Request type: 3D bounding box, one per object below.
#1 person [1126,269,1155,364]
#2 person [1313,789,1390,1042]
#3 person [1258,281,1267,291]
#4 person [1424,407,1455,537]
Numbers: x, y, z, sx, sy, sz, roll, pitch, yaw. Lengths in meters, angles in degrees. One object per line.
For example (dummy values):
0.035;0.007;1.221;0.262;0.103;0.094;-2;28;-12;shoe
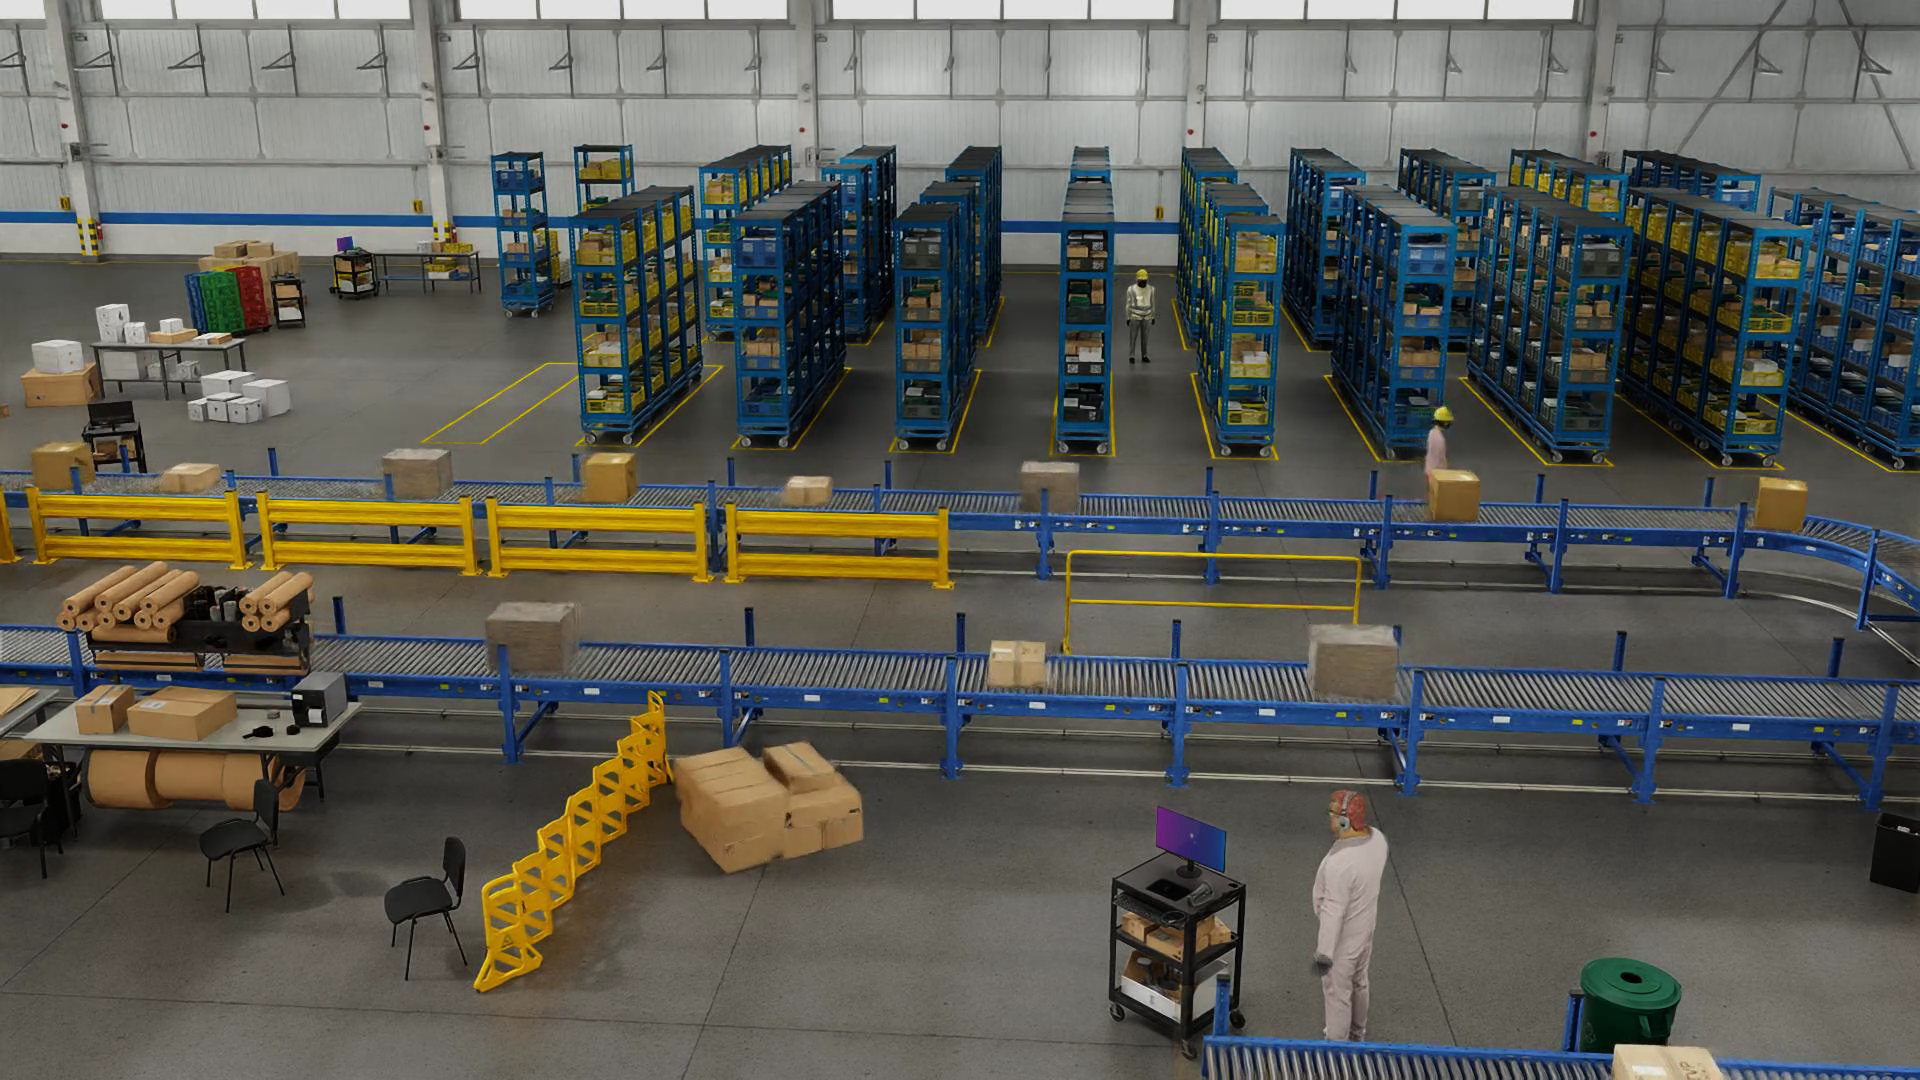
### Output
3.522;-4.352;32.368;0.602;1.830;0.404;-4;18;-13;person
2.437;2.472;10.599;0.403;1.905;0.649;13;22;37;person
6.429;-5.554;35.957;0.430;1.981;0.631;-2;18;-7;person
6.156;-0.857;21.405;0.378;1.750;0.535;2;18;7;person
